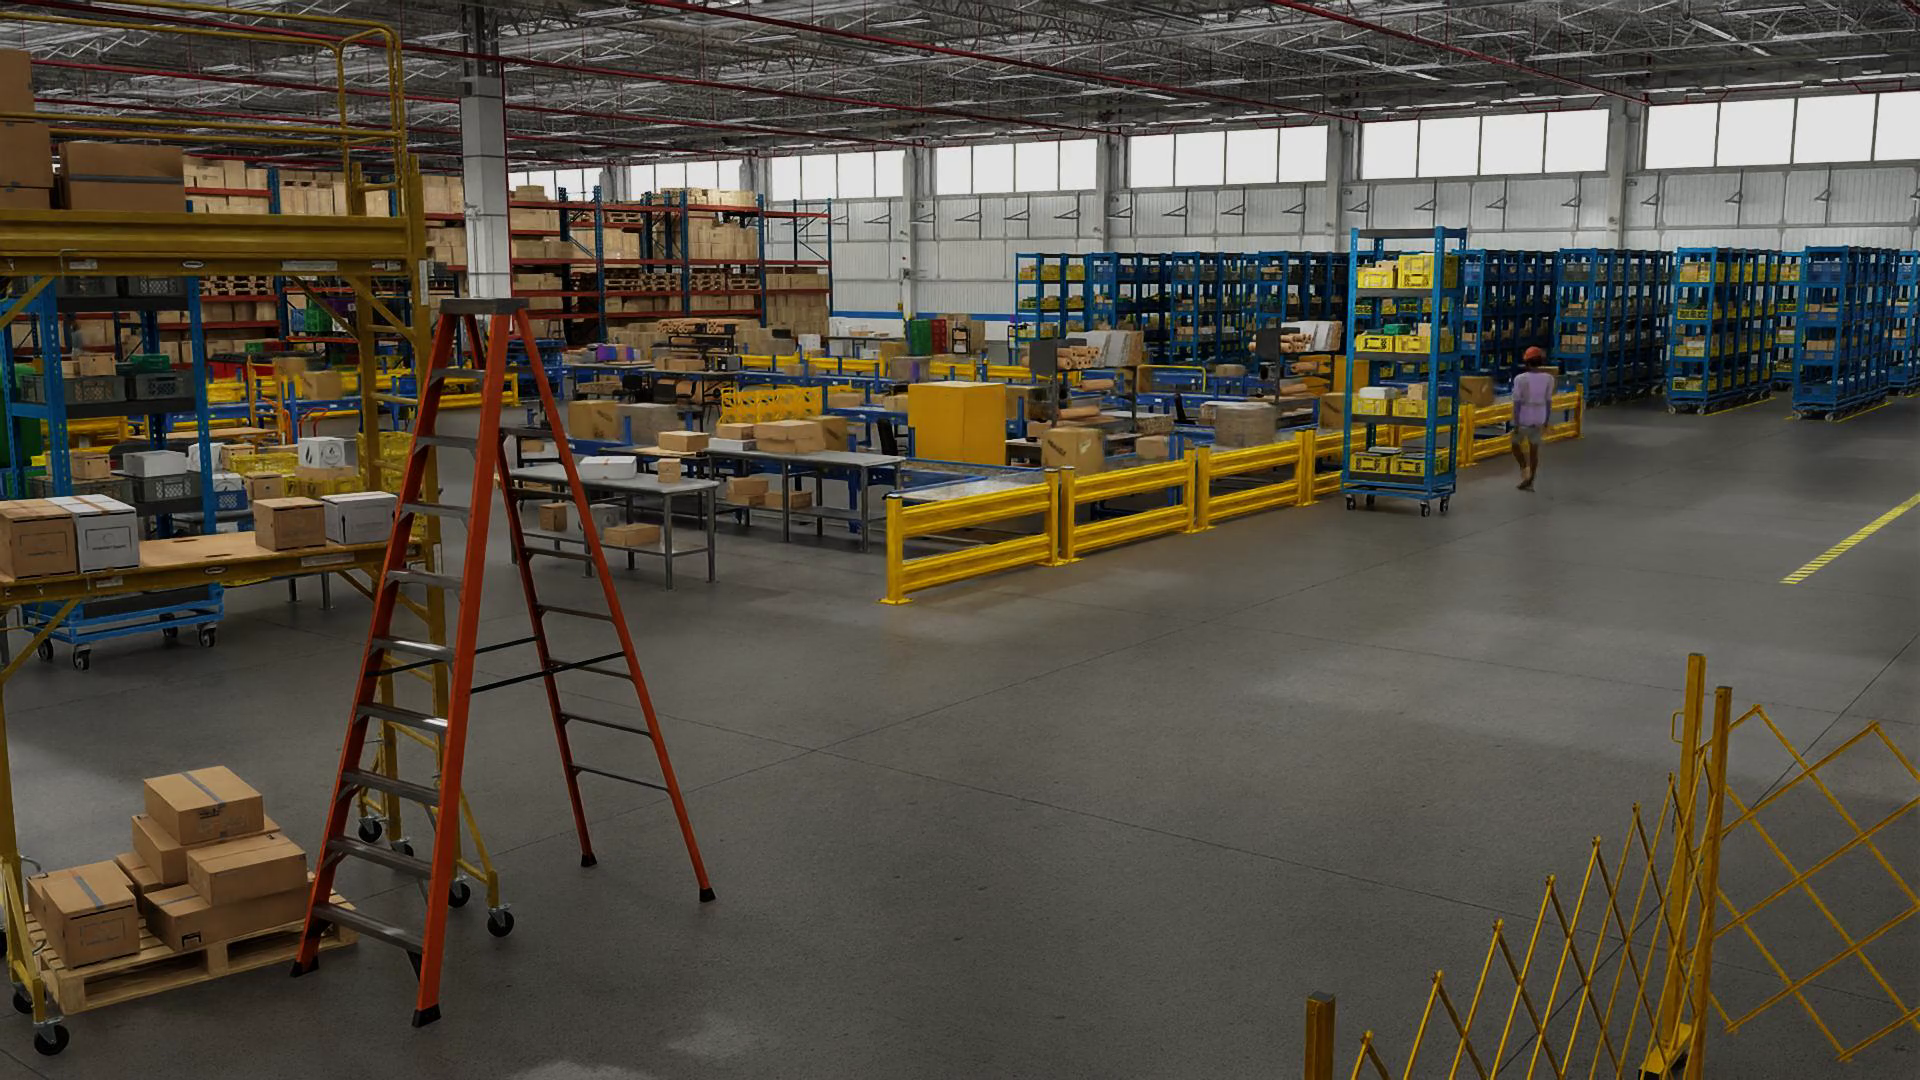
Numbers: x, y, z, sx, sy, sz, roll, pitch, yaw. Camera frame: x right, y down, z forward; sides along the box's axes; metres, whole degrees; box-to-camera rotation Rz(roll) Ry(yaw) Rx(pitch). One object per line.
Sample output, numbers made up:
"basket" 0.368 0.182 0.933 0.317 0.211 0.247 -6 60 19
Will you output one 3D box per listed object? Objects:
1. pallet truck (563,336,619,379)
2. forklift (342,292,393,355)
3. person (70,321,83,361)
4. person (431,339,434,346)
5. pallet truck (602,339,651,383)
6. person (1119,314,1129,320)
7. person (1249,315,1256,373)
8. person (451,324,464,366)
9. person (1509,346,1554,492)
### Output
"pallet truck" -10.690 -5.294 48.215 1.601 1.201 0.680 -5 10 -26
"forklift" -16.485 -5.622 45.120 1.129 2.768 1.873 7 11 37
"person" -26.451 -5.757 49.916 0.508 1.613 0.701 6 11 31
"person" -16.366 -6.116 51.320 0.564 1.897 1.005 8 12 40
"pallet truck" -8.991 -4.871 45.351 0.653 1.274 1.630 7 11 37
"person" 4.944 -6.075 50.931 0.554 1.916 0.622 0 9 -3
"person" 8.981 -5.920 50.241 0.403 1.831 0.597 -6 11 -32
"person" -15.010 -5.809 49.583 0.403 1.822 0.589 1 9 8
"person" 7.949 -1.686 23.198 0.618 2.024 0.431 -1 9 -9
